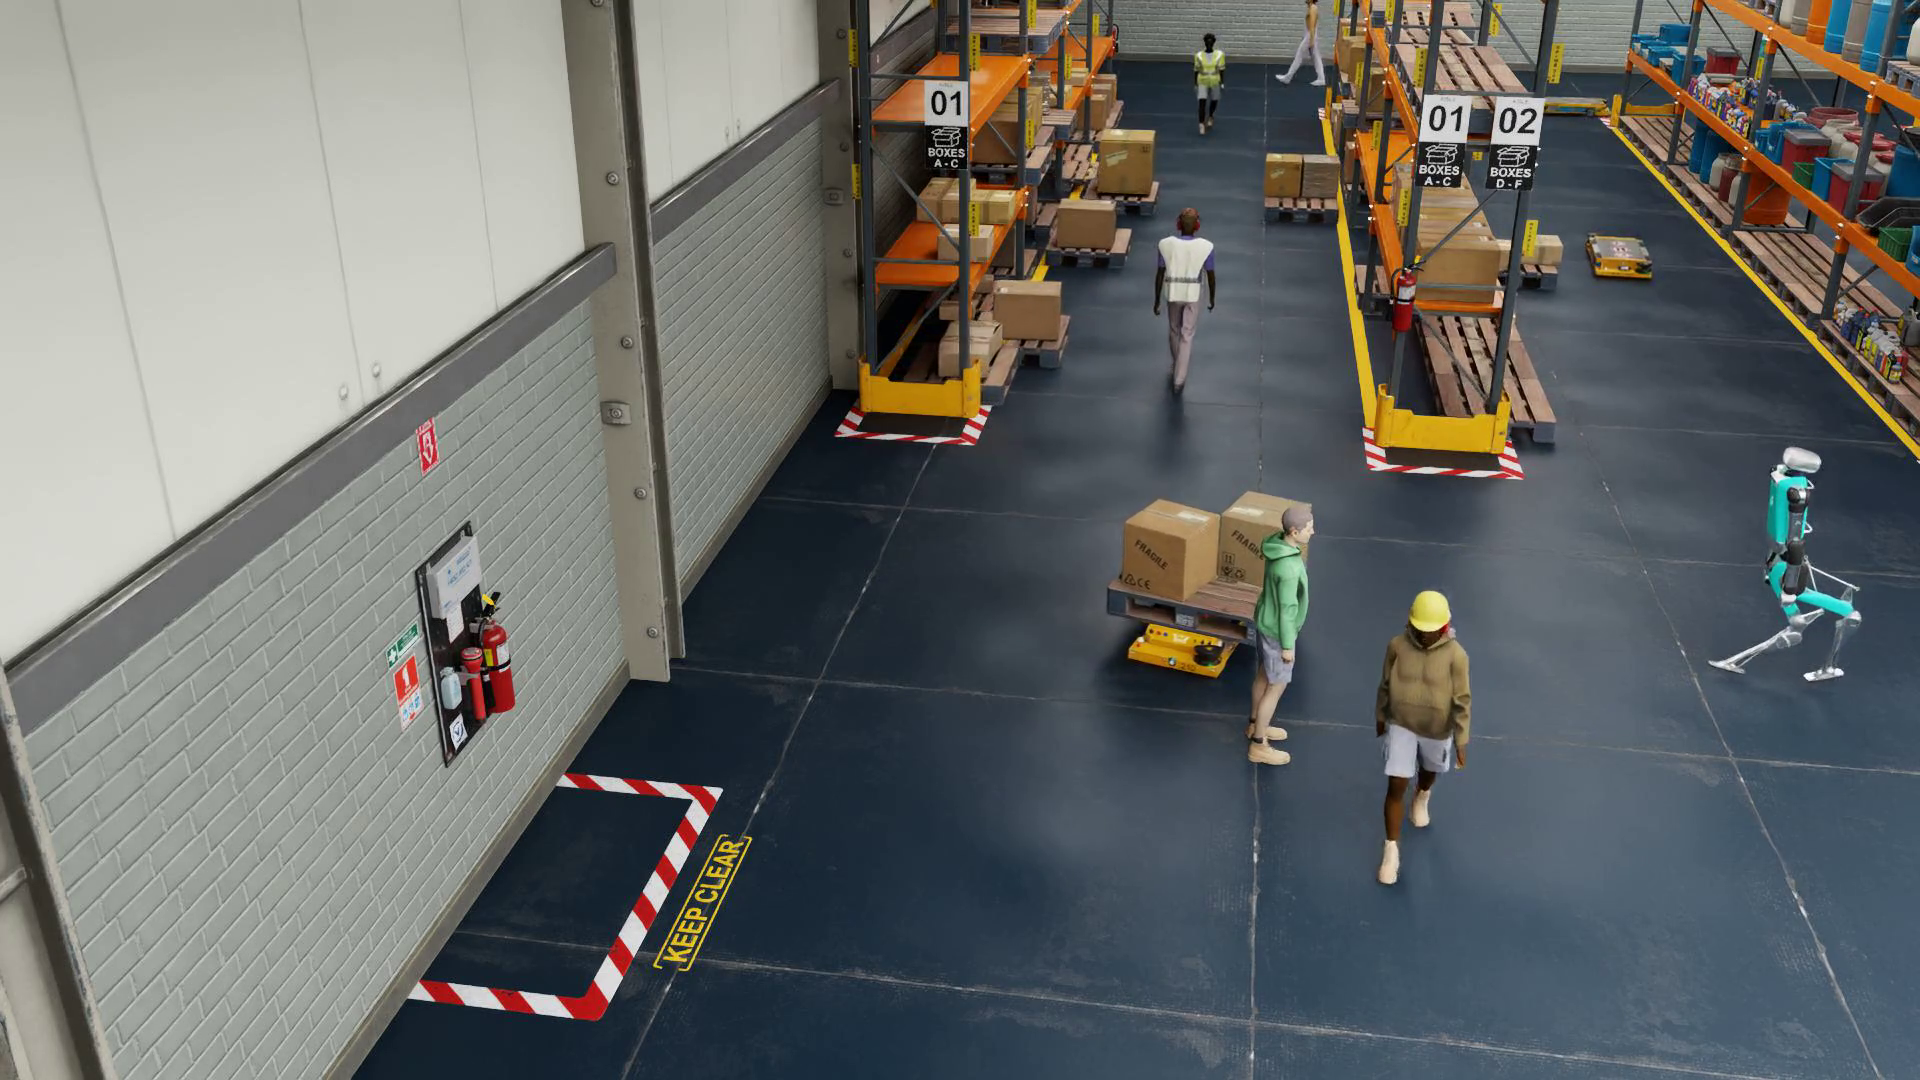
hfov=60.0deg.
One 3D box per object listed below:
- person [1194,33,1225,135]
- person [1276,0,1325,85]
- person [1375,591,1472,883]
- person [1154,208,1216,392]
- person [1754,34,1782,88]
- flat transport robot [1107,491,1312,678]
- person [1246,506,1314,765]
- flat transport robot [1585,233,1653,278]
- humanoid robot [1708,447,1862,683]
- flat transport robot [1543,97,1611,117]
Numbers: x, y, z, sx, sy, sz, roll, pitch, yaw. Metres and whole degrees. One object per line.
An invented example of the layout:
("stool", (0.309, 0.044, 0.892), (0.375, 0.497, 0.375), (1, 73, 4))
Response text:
("person", (4.249, -7.829, 28.449), (0.528, 1.674, 0.727), (2, 25, 5))
("person", (6.778, -9.849, 32.607), (0.987, 1.803, 0.542), (8, 26, 16))
("person", (2.632, 1.023, 9.455), (0.546, 1.728, 0.894), (10, 27, 20))
("person", (2.287, -2.469, 16.834), (0.586, 1.788, 0.960), (7, 26, 15))
("person", (15.799, -9.737, 32.428), (0.326, 1.767, 0.530), (-14, 28, -27))
("flat transport robot", (1.787, 0.555, 12.169), (0.659, 0.231, 1.431), (12, 27, 23))
("person", (1.985, 0.582, 10.388), (0.316, 1.733, 0.477), (0, 25, 1))
("flat transport robot", (8.329, -3.592, 21.046), (0.659, 0.231, 1.431), (6, 26, 13))
("humanoid robot", (5.738, 0.226, 11.186), (1.053, 1.752, 0.535), (4, 25, 9))
("flat transport robot", (11.056, -7.870, 30.201), (1.431, 0.231, 0.659), (4, 25, 9))
